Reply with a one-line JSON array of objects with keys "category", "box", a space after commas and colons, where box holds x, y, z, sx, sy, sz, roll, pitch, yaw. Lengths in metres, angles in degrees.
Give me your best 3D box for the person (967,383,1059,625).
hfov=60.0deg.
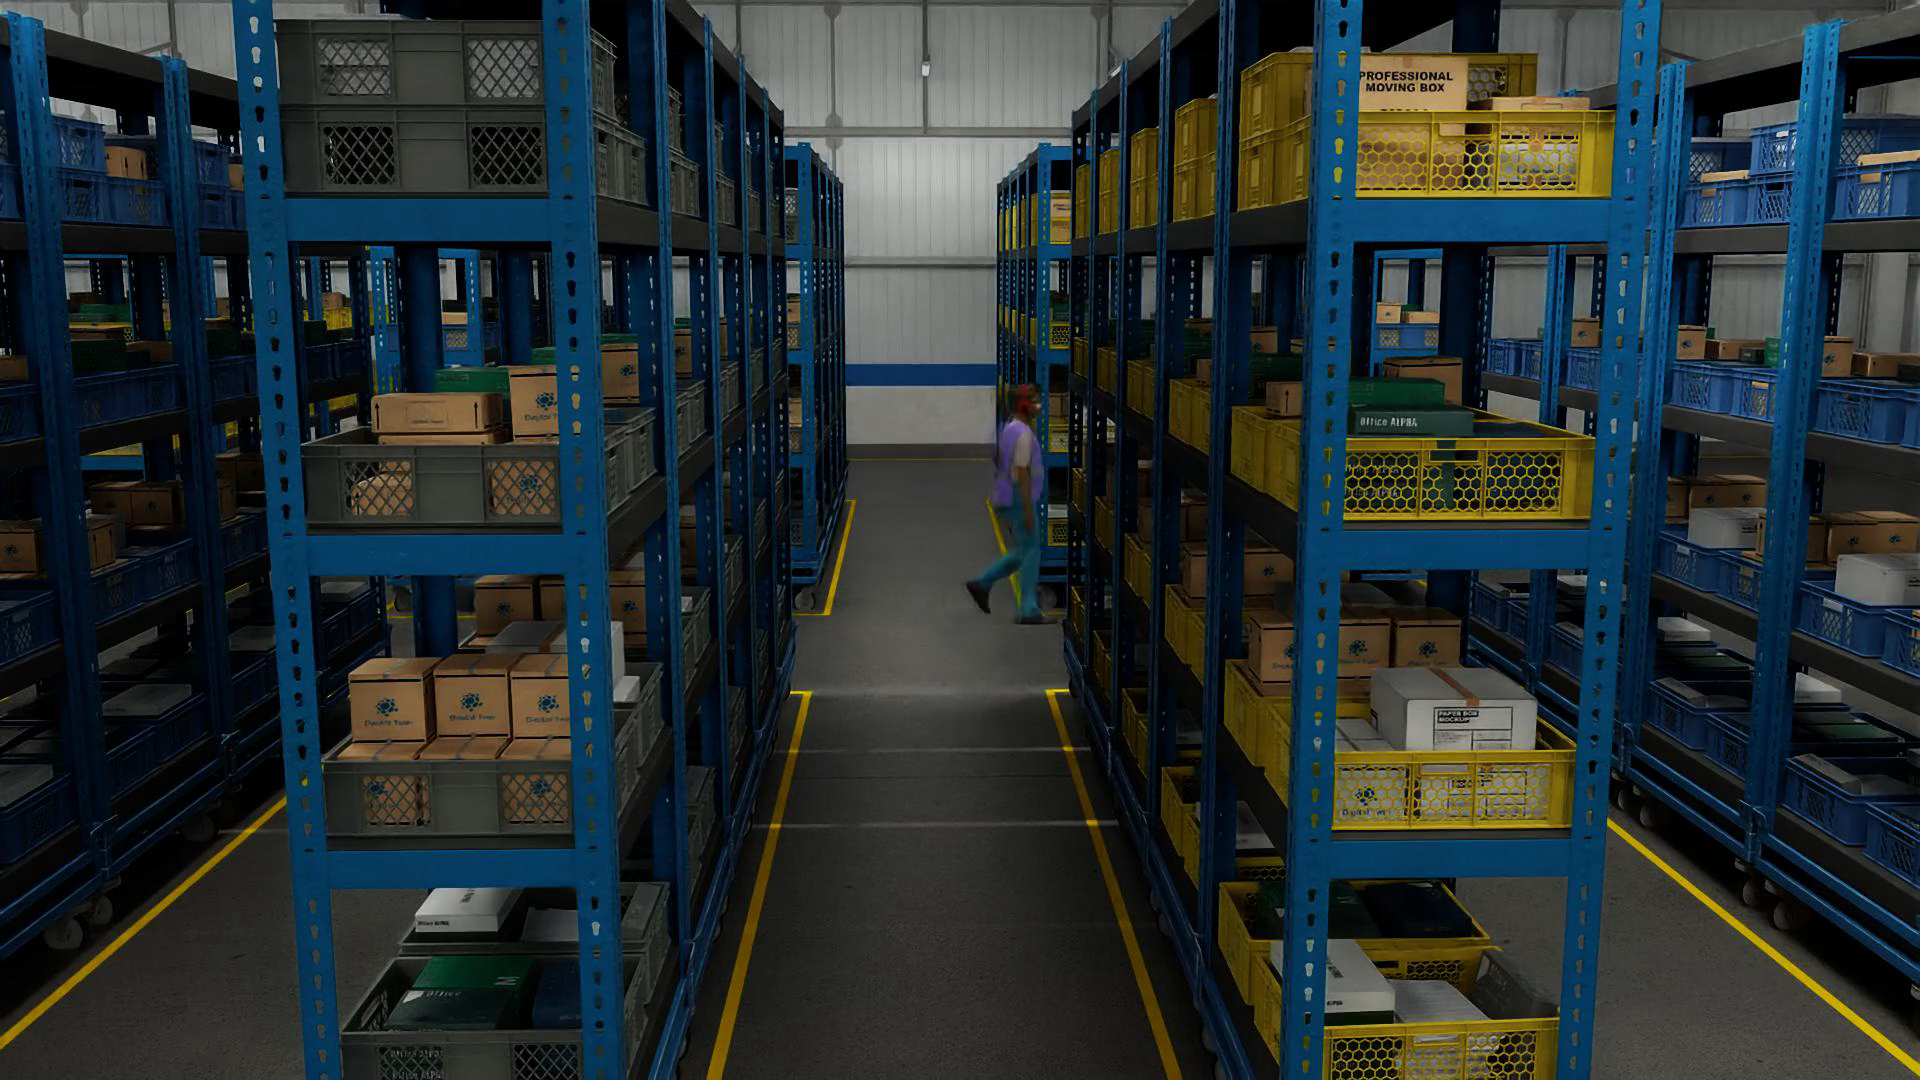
[{"category": "person", "box": [0.411, -0.258, 12.411, 0.599, 1.829, 0.569, -1, 9, -3]}]
